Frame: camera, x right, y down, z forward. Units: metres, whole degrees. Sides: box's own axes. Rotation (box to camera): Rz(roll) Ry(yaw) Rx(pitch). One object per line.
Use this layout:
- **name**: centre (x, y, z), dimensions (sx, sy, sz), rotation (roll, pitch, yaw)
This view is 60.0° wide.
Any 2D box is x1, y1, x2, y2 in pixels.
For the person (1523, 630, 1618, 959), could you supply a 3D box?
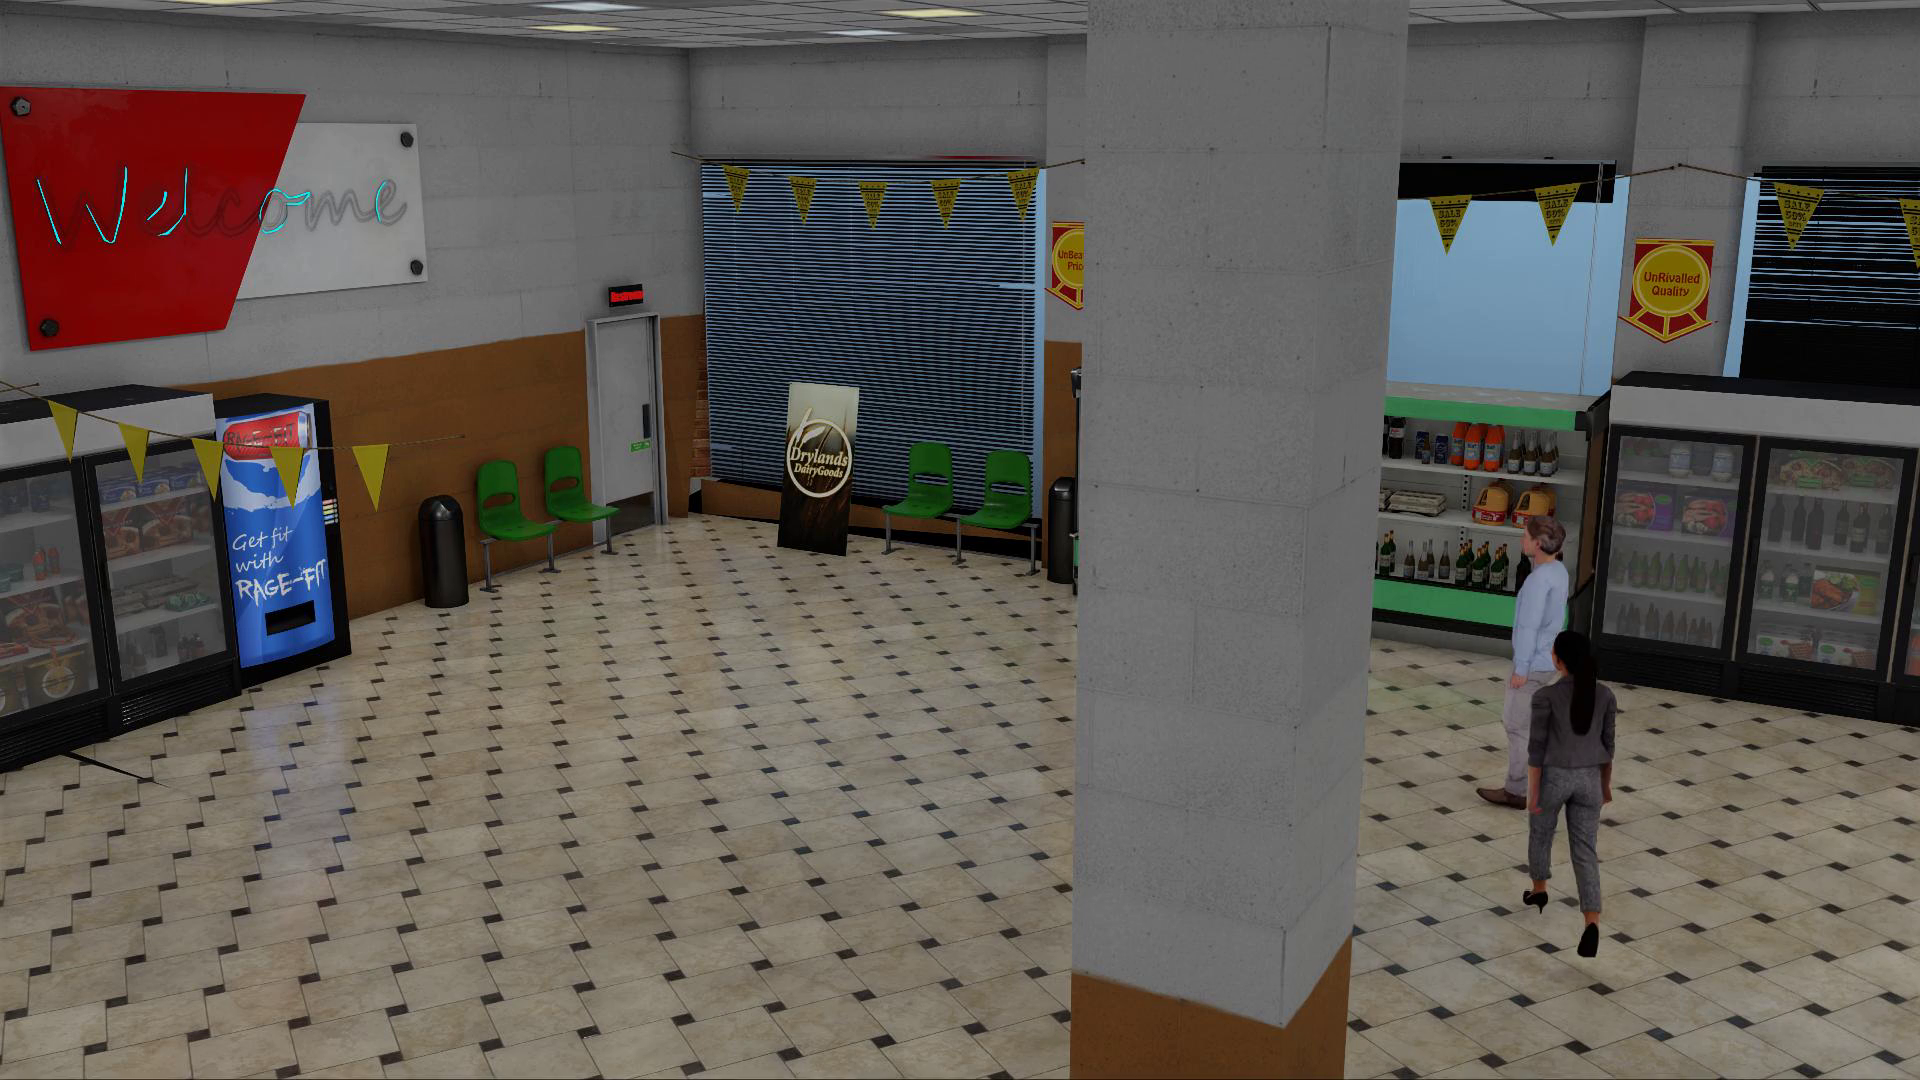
- **person**: centre (3.124, 1.323, 8.479), dimensions (1.156, 1.633, 1.061), rotation (0, 14, 2)

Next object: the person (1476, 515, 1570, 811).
- **person**: centre (3.607, 0.783, 10.188), dimensions (0.921, 1.877, 0.663), rotation (9, 16, 32)
